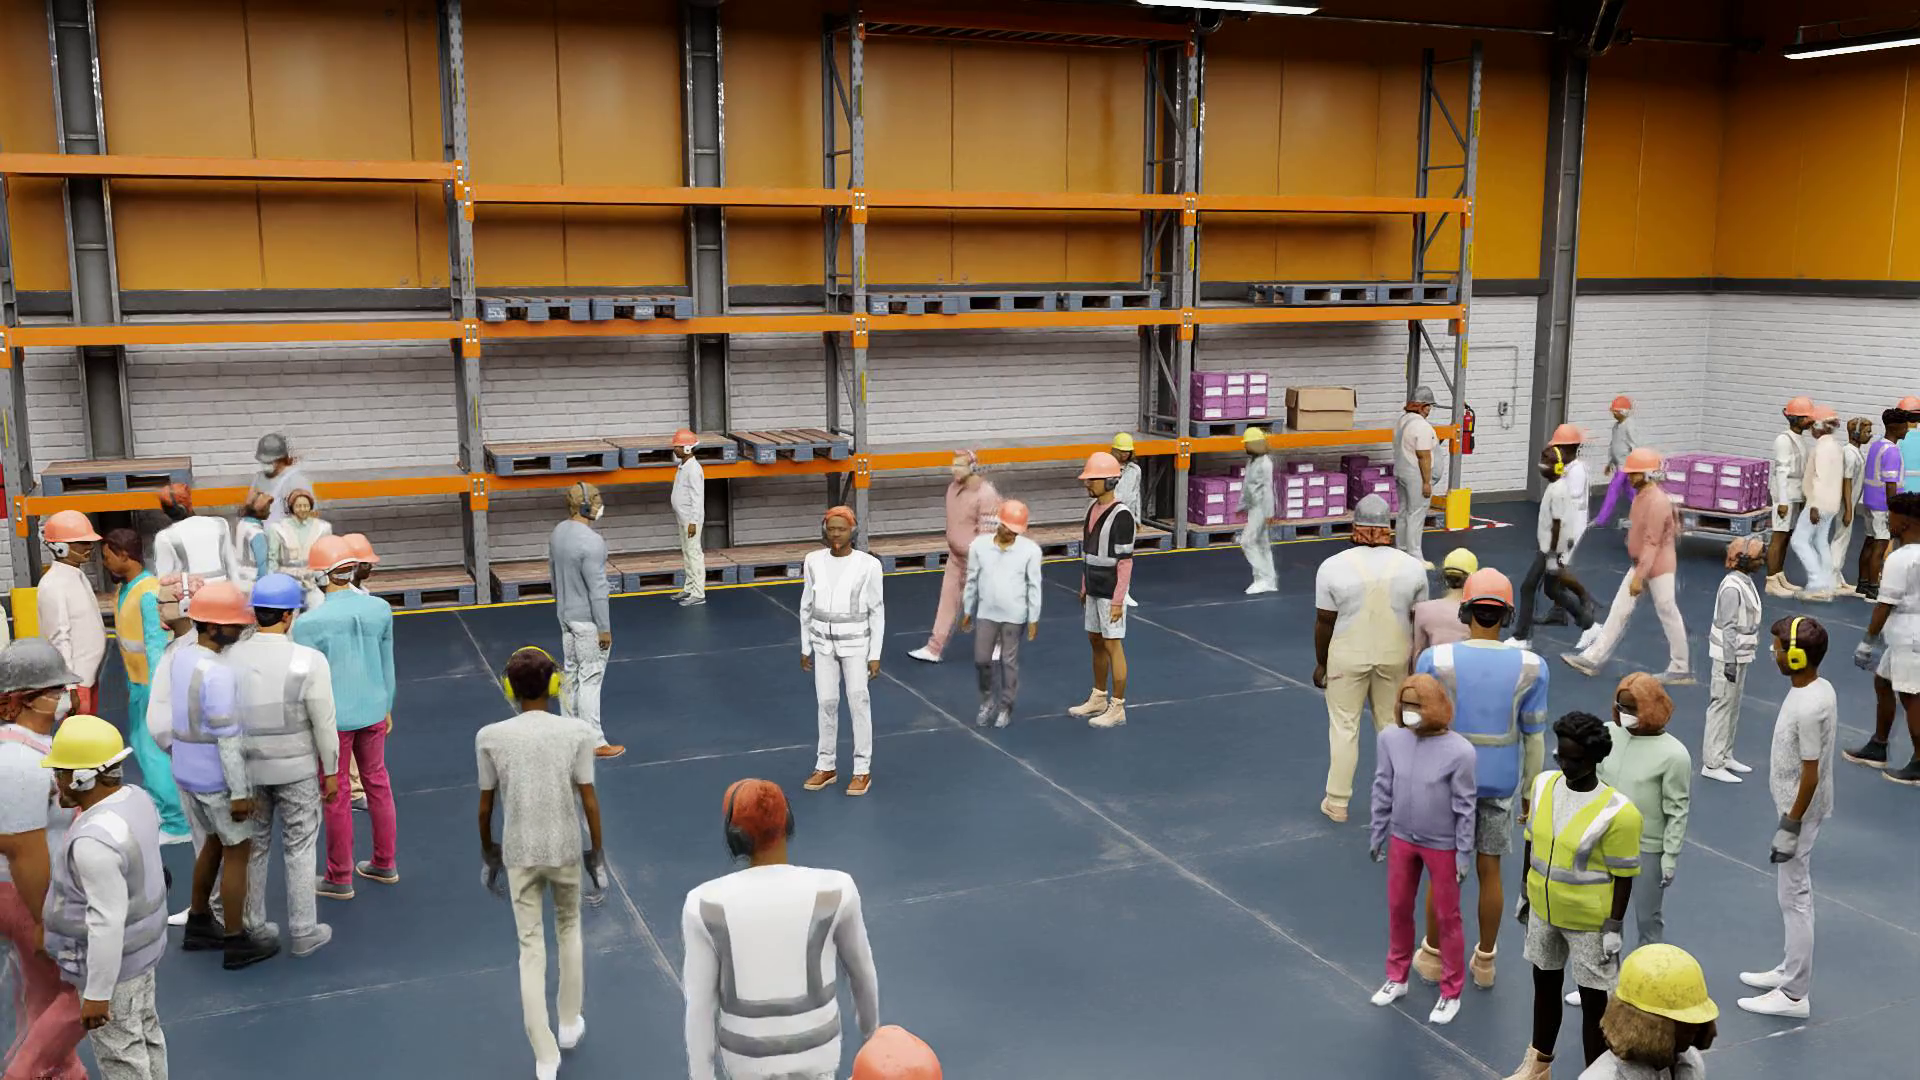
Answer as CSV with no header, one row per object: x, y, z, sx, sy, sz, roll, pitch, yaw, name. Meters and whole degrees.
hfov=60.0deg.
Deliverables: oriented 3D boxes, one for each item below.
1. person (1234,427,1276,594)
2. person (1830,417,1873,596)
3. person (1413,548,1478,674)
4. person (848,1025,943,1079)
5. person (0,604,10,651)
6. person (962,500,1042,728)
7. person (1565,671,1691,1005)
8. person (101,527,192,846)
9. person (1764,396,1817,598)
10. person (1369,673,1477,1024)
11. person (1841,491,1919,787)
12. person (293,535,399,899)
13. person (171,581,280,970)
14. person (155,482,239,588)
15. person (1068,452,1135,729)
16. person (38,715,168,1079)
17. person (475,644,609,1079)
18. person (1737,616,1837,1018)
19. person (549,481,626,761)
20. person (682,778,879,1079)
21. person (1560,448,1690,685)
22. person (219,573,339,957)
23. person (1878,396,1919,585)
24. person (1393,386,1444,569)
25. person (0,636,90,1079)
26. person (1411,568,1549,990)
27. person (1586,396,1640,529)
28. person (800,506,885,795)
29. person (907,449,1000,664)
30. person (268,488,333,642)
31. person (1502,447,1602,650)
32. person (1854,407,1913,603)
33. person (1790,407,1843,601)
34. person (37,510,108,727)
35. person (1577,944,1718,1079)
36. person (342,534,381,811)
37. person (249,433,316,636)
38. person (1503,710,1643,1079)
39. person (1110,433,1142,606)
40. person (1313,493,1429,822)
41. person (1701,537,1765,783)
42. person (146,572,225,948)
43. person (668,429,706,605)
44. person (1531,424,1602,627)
3.042,-0.297,17.080,0.540,1.712,0.496,-2,10,-9,person
9.070,-0.342,16.992,0.340,1.839,0.501,5,11,28,person
3.004,0.911,10.030,0.545,1.726,0.781,9,13,41,person
-0.138,1.971,3.882,0.562,1.752,0.324,-8,13,-38,person
-8.168,0.254,13.777,0.343,1.749,0.572,0,10,1,person
0.299,0.547,12.205,0.605,1.709,0.427,2,10,13,person
3.049,1.393,7.563,0.284,1.633,0.498,-6,11,-31,person
-4.830,0.854,9.951,0.414,1.891,0.655,-8,13,-39,person
8.469,-0.440,16.936,0.379,2.045,0.605,9,13,41,person
2.110,1.393,7.598,0.325,1.618,0.502,-9,13,-42,person
6.179,0.635,11.039,0.632,1.933,0.785,-9,13,-41,person
-3.356,0.956,9.074,0.403,1.986,0.611,6,12,33,person
-3.649,1.139,8.197,0.418,1.918,0.600,-9,13,-42,person
-5.608,0.477,12.249,0.536,1.848,0.640,9,13,41,person
1.047,0.366,12.298,0.378,2.044,0.608,-4,11,-23,person
-3.151,1.537,6.156,0.404,1.830,0.602,-2,10,-14,person
-1.794,1.362,7.161,0.538,1.830,0.721,-2,10,-13,person
3.820,1.264,7.642,0.327,1.865,0.518,6,11,29,person
-2.593,0.557,11.497,0.357,1.938,0.638,-8,13,-39,person
-0.573,1.658,5.463,0.612,1.816,1.030,0,10,0,person
5.450,0.225,13.408,1.056,1.929,0.622,0,10,2,person
-3.382,1.125,8.262,0.614,1.933,0.418,0,10,0,person
9.710,-0.464,17.123,0.614,2.035,0.410,2,10,10,person
5.098,-0.707,18.485,0.536,2.000,0.680,-2,10,-9,person
-3.569,1.365,6.547,0.536,2.000,0.702,-6,12,-32,person
2.446,1.137,7.917,0.614,2.028,0.408,1,10,6,person
8.376,-0.968,20.972,0.905,1.699,0.581,1,10,4,person
-0.775,0.710,10.771,0.584,1.884,0.349,4,11,22,person
0.055,0.149,14.098,1.005,1.847,0.667,-7,12,-37,person
-5.317,0.376,13.457,0.526,1.619,0.622,-5,11,-25,person
5.205,0.084,14.583,0.877,1.835,0.535,4,11,22,person
9.257,-0.354,16.665,0.362,1.963,0.613,2,10,12,person
8.616,-0.344,16.678,0.408,1.953,0.702,8,13,40,person
-5.247,0.805,9.905,0.389,1.992,0.625,-3,10,-17,person
1.786,1.890,4.379,0.483,1.745,0.304,-7,12,-34,person
-3.791,0.823,10.496,0.337,1.749,0.574,-3,10,-15,person
-5.846,-0.003,14.430,0.715,2.000,0.988,5,11,28,person
2.469,1.508,6.717,0.321,1.696,0.530,-6,11,-30,person
1.580,-0.189,16.366,0.492,1.740,0.325,-5,11,-27,person
2.501,0.718,10.277,0.684,2.000,0.535,0,10,1,person
5.145,0.787,11.067,0.311,1.632,0.515,7,12,35,person
-3.889,1.102,8.447,0.407,1.910,0.638,-7,12,-34,person
-2.722,-0.232,16.578,0.330,1.751,0.564,-4,11,-23,person
5.649,-0.118,15.436,0.489,1.922,0.566,2,10,11,person
